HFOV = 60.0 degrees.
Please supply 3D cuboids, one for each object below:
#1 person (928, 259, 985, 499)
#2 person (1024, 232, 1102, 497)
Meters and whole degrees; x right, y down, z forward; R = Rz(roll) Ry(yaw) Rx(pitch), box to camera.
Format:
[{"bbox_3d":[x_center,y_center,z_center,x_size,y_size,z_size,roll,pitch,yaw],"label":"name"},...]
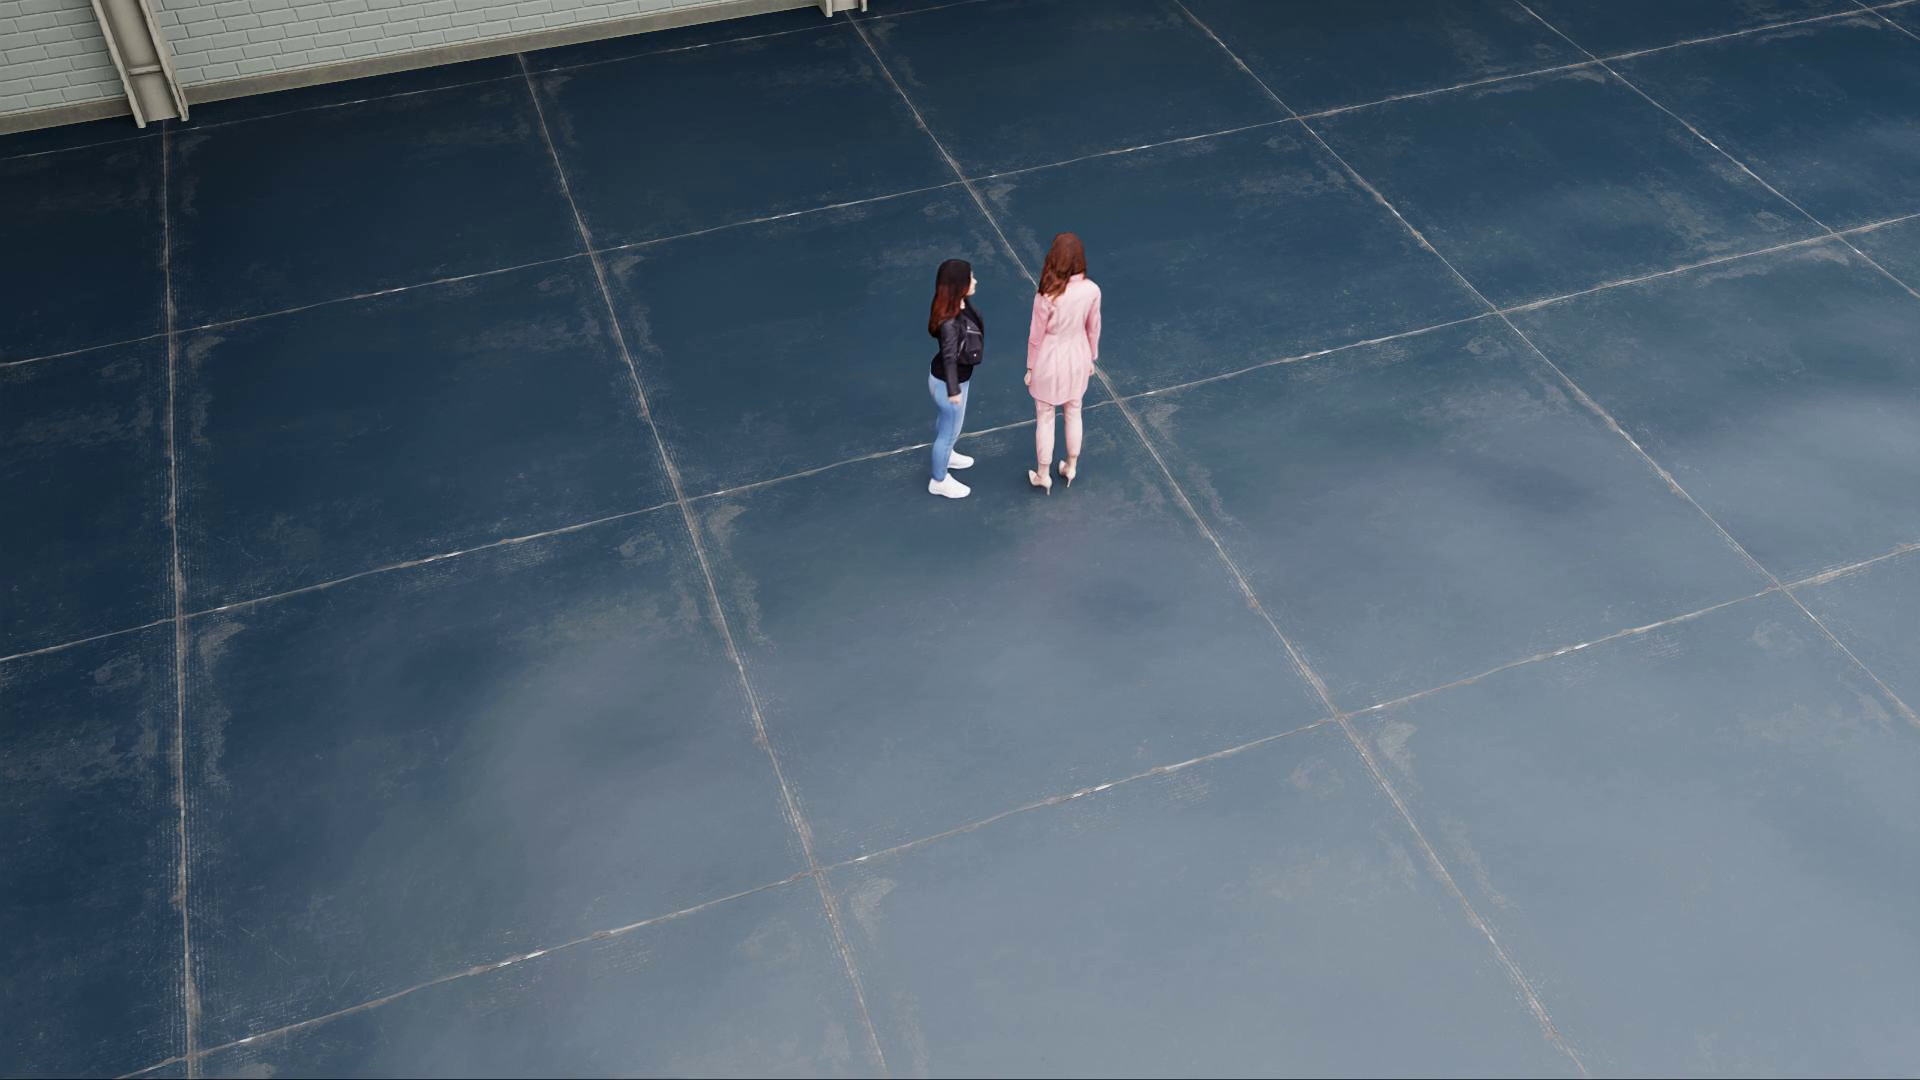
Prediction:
[{"bbox_3d":[-0.048,-0.988,10.079,0.696,1.628,0.709,3,43,3],"label":"person"},{"bbox_3d":[0.612,-1.033,10.002,0.448,1.800,0.665,-13,45,-14],"label":"person"}]
